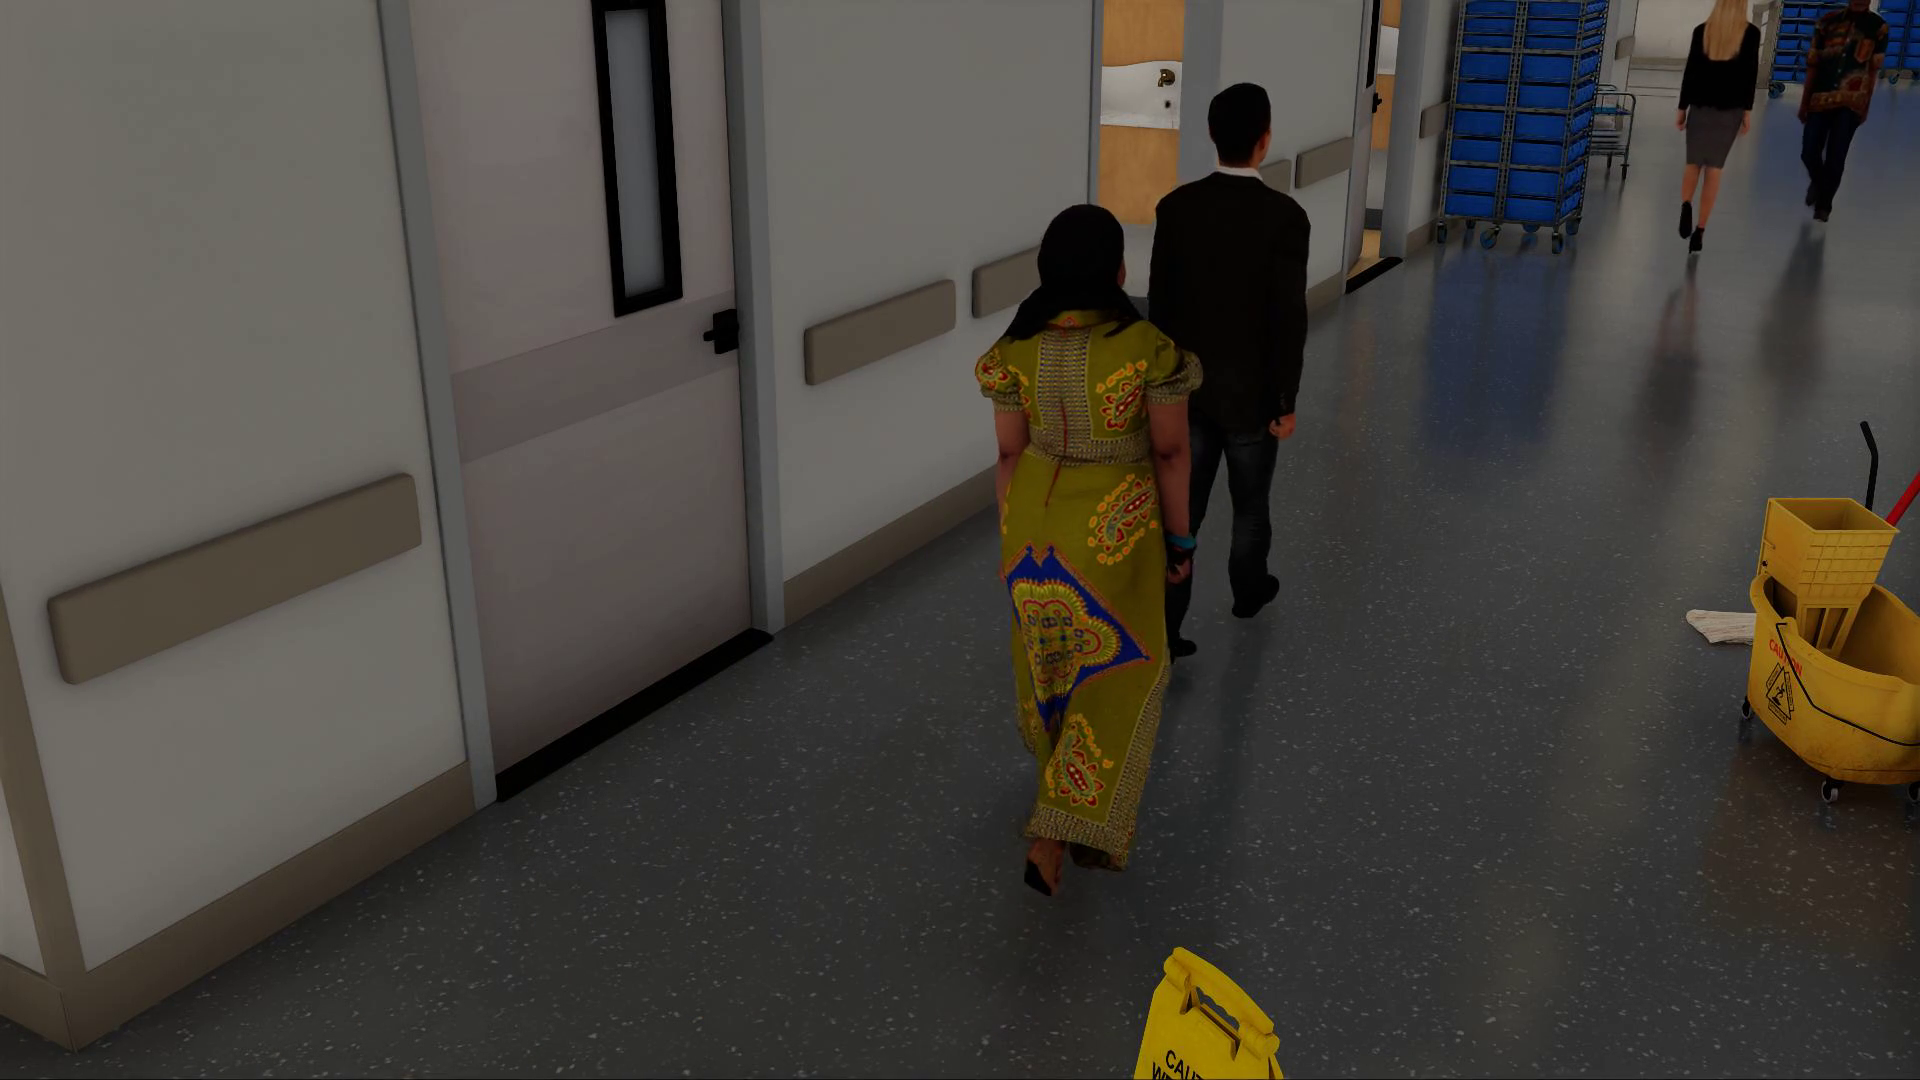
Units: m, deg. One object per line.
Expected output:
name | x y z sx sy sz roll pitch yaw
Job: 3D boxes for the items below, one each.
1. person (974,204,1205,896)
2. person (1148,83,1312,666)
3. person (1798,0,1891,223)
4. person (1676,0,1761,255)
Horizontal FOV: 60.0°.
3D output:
person | 0.284 0.060 3.947 0.782 1.630 1.158 8 22 21
person | 0.760 -0.441 5.085 0.687 1.762 1.094 12 24 29
person | 6.660 -3.341 12.642 0.677 1.791 0.975 12 24 28
person | 5.129 -2.840 11.326 0.621 1.828 0.810 11 23 27
